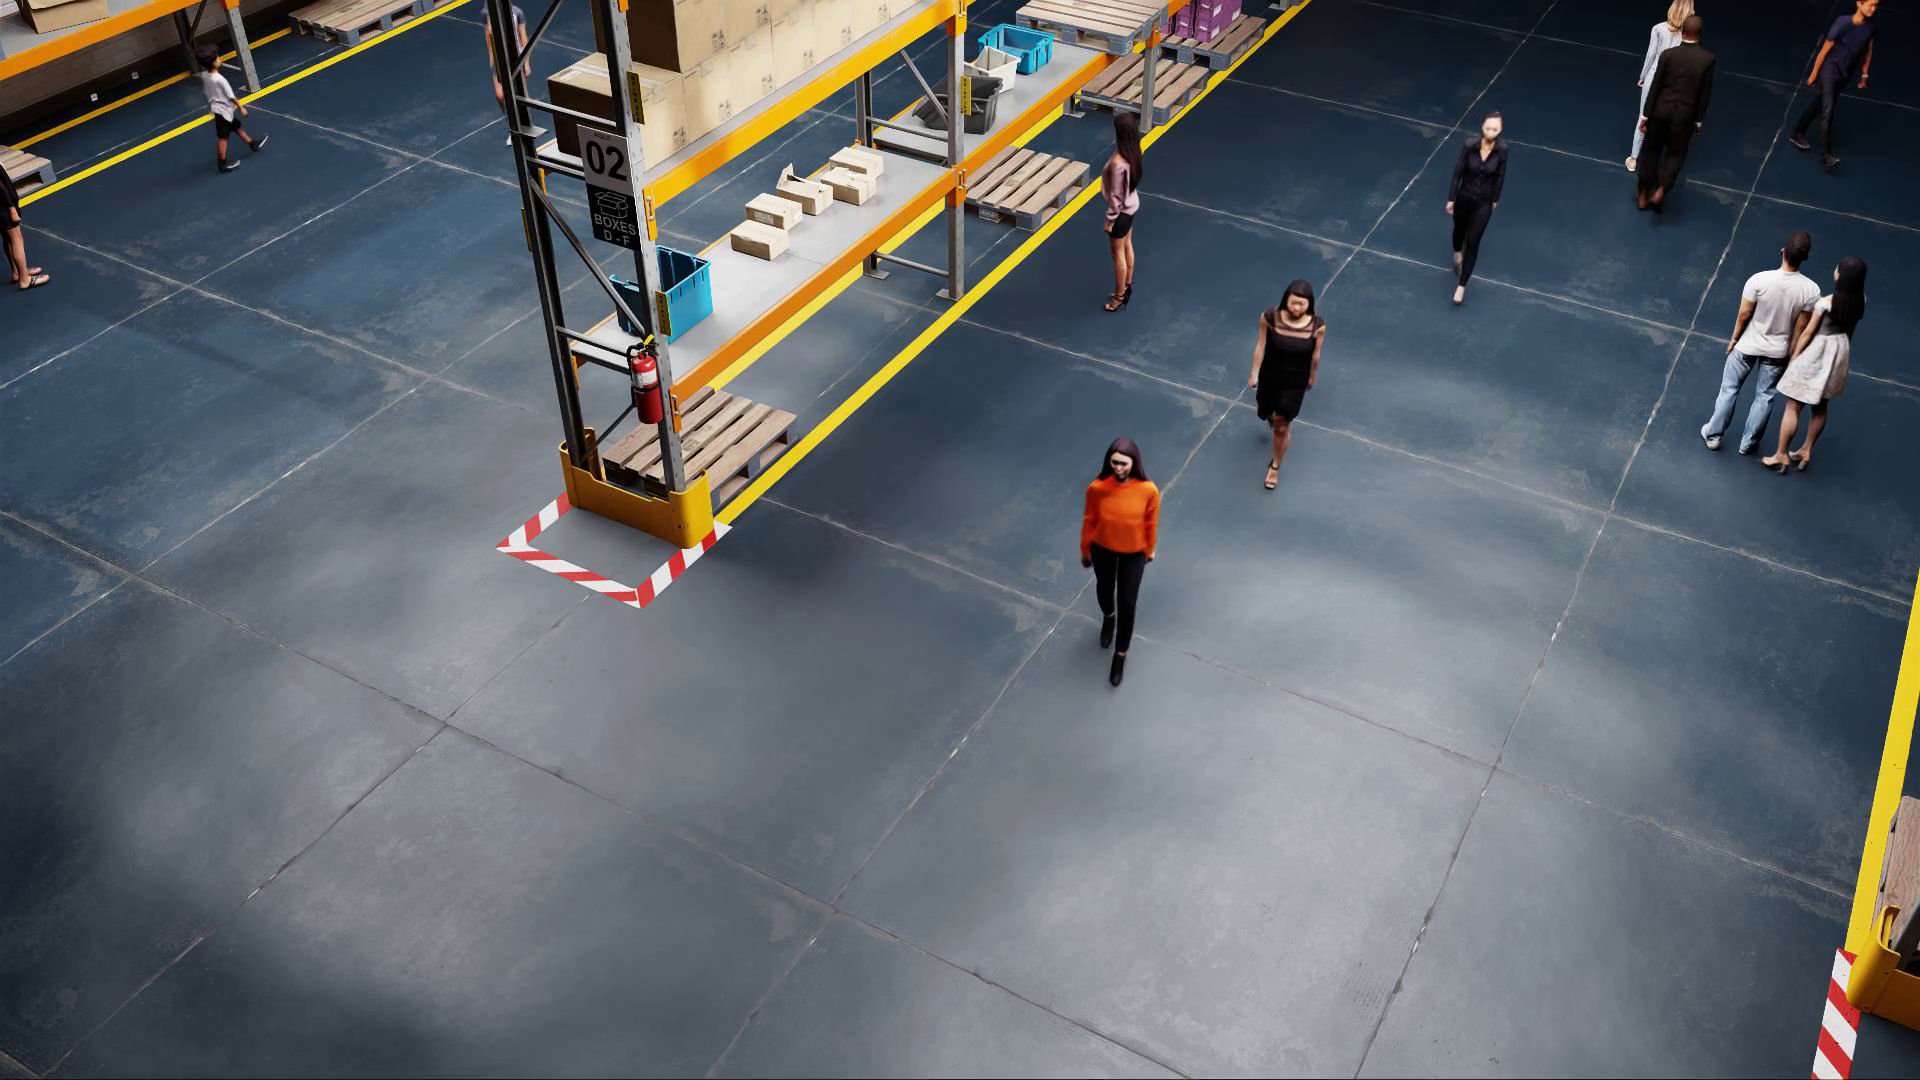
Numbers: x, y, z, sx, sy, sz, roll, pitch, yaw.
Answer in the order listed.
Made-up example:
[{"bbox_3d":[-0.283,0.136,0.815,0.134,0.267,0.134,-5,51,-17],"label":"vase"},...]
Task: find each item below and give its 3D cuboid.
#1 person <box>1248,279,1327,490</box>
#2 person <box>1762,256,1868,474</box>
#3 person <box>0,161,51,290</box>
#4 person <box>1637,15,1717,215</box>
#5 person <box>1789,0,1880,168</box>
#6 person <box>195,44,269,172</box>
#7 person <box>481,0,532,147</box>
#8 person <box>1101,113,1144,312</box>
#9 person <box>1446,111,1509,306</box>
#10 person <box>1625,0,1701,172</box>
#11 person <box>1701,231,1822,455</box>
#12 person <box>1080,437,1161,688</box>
[{"bbox_3d":[2.394,-1.223,12.370,0.784,1.692,1.062,11,40,13],"label":"person"},{"bbox_3d":[6.404,-1.300,12.405,0.786,1.769,0.839,-8,39,-10],"label":"person"},{"bbox_3d":[-8.486,-2.973,14.671,0.569,1.554,0.585,28,46,31],"label":"person"},{"bbox_3d":[6.687,-3.940,15.610,0.773,1.895,0.968,15,41,18],"label":"person"},{"bbox_3d":[8.726,-4.690,16.669,1.098,1.745,1.184,-7,39,-9],"label":"person"},{"bbox_3d":[-7.395,-4.271,16.563,0.578,1.222,0.890,27,46,30],"label":"person"},{"bbox_3d":[-4.577,-4.912,16.970,0.725,1.716,0.767,0,39,0],"label":"person"},{"bbox_3d":[1.399,-2.795,14.243,0.678,1.811,0.464,18,42,21],"label":"person"},{"bbox_3d":[4.480,-2.966,14.568,0.741,1.672,1.111,11,40,13],"label":"person"},{"bbox_3d":[6.916,-4.495,16.385,0.616,1.795,0.538,14,41,16],"label":"person"},{"bbox_3d":[6.061,-1.475,12.546,0.715,1.866,0.626,12,40,15],"label":"person"},{"bbox_3d":[1.035,0.019,10.789,0.791,1.724,0.982,8,39,10],"label":"person"}]
